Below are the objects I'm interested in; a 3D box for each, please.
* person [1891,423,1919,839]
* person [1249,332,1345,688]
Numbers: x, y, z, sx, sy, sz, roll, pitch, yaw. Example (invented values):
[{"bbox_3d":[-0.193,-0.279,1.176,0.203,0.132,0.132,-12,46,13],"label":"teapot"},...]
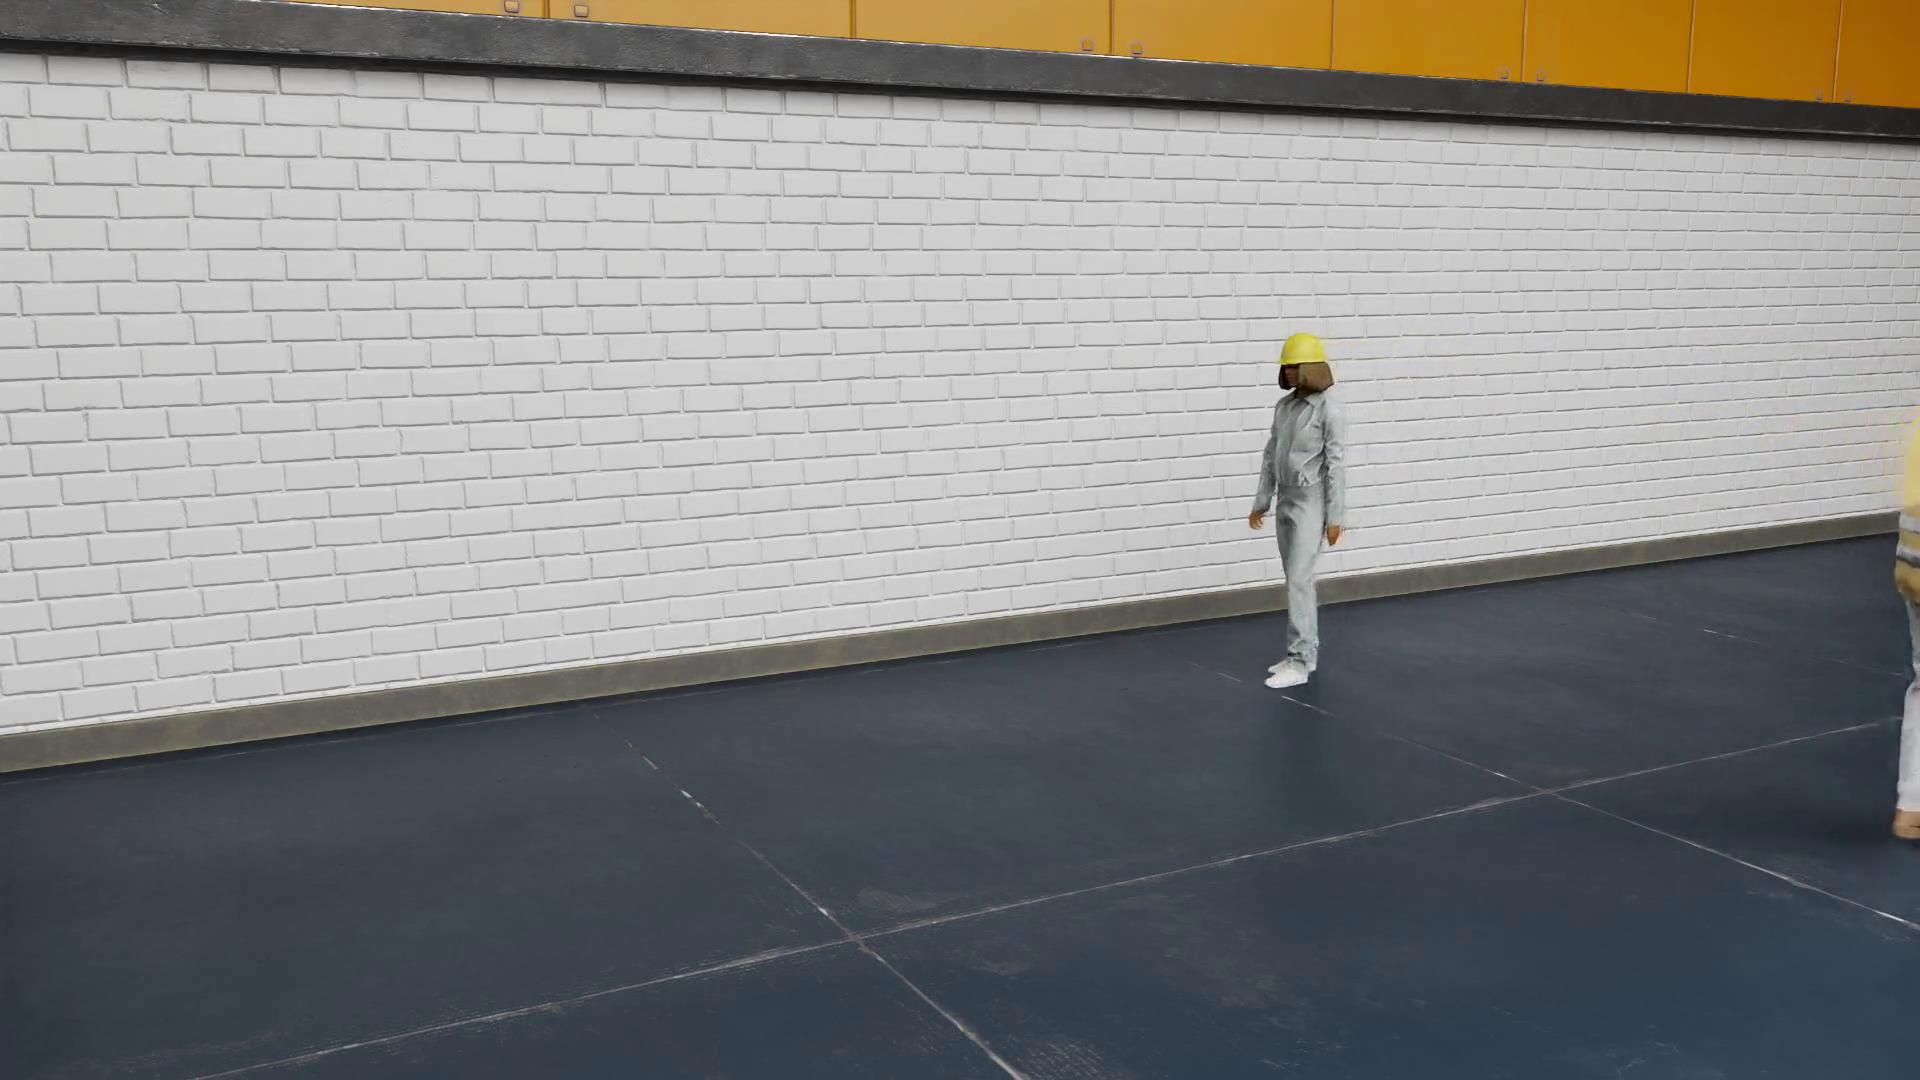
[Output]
[{"bbox_3d":[3.624,0.200,5.956,0.494,1.813,0.661,1,10,8],"label":"person"},{"bbox_3d":[1.641,-0.153,8.219,0.453,1.737,0.500,-4,11,-23],"label":"person"}]
